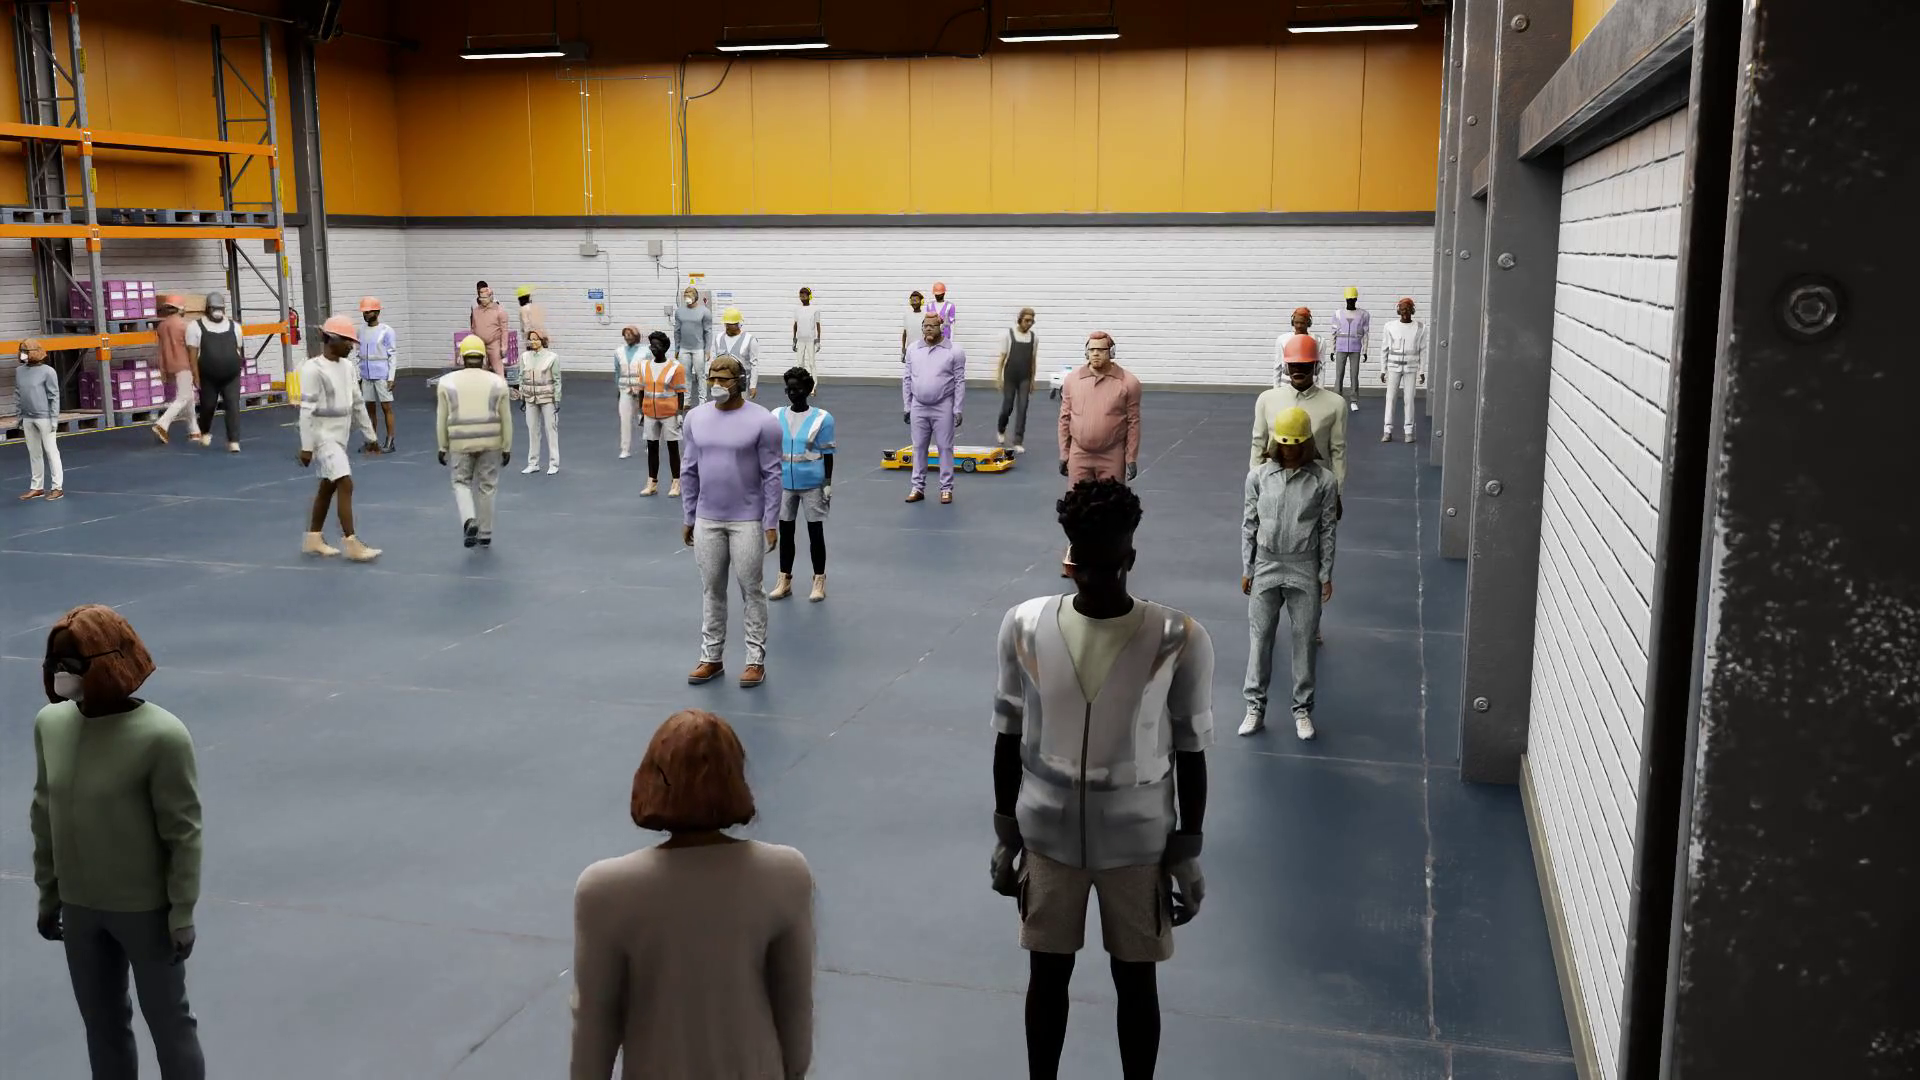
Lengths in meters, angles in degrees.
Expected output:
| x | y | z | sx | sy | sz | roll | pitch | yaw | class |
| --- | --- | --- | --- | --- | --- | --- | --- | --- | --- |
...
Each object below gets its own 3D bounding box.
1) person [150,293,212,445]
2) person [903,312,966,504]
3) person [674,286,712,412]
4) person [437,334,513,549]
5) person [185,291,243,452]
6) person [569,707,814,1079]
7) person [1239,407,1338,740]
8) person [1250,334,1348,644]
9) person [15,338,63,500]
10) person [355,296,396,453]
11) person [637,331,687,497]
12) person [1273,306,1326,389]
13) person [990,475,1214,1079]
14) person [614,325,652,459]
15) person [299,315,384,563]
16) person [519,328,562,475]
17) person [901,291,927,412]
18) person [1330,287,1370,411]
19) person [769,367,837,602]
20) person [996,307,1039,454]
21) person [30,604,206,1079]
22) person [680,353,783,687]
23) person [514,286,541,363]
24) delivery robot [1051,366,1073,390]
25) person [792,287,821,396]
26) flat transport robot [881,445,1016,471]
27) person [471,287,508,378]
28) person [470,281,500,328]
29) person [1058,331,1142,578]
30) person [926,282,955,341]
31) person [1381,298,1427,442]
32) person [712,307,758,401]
| x | y | z | sx | sy | sz | roll | pitch | yaw | class |
| --- | --- | --- | --- | --- | --- | --- | --- | --- | --- |
| -10.185 | -2.226 | 21.601 | 0.614 | 1.961 | 0.929 | 6 | 12 | 29 | person |
| -0.274 | -1.312 | 16.557 | 0.639 | 1.910 | 0.407 | 3 | 10 | 15 | person |
| -4.106 | -2.919 | 25.567 | 0.627 | 1.940 | 0.372 | 3 | 10 | 15 | person |
| -4.058 | -0.806 | 13.938 | 0.616 | 1.819 | 0.470 | -3 | 10 | -17 | person |
| -9.323 | -2.138 | 20.857 | 0.678 | 2.000 | 0.863 | -7 | 12 | -34 | person |
| -0.543 | 1.149 | 3.422 | 0.524 | 1.616 | 0.393 | -4 | 11 | -24 | person |
| 1.696 | 0.175 | 8.625 | 0.484 | 1.736 | 0.308 | 3 | 10 | 15 | person |
| 2.165 | -0.321 | 10.693 | 0.610 | 1.996 | 0.379 | 3 | 10 | 15 | person |
| -9.319 | -1.218 | 16.801 | 0.498 | 1.634 | 0.280 | 3 | 10 | 15 | person |
| -7.234 | -2.035 | 20.563 | 0.543 | 1.939 | 0.360 | 3 | 10 | 15 | person |
| -3.047 | -1.279 | 16.966 | 0.533 | 1.697 | 0.319 | 3 | 10 | 15 | person |
| 3.780 | -1.658 | 18.573 | 0.573 | 1.887 | 0.355 | 3 | 10 | 15 | person |
| 0.364 | 0.798 | 4.463 | 0.604 | 1.959 | 0.377 | 3 | 10 | 15 | person |
| -3.951 | -1.825 | 20.310 | 0.520 | 1.605 | 0.838 | 2 | 10 | 11 | person |
| -5.013 | -0.814 | 13.510 | 0.928 | 1.983 | 0.620 | 2 | 10 | 10 | person |
| -4.708 | -1.552 | 18.671 | 0.514 | 1.641 | 0.309 | 3 | 10 | 15 | person |
| -0.664 | -2.892 | 25.606 | 0.517 | 1.873 | 0.328 | 3 | 10 | 15 | person |
| 6.062 | -2.973 | 25.904 | 0.585 | 1.928 | 0.369 | 3 | 10 | 15 | person |
| -1.153 | -0.399 | 11.980 | 0.533 | 1.697 | 0.319 | 3 | 10 | 15 | person |
| 0.678 | -1.994 | 20.713 | 0.584 | 1.809 | 0.682 | -3 | 11 | -17 | person |
| -2.230 | 0.971 | 4.403 | 0.498 | 1.634 | 0.280 | 3 | 10 | 15 | person |
| -1.332 | -0.112 | 9.673 | 0.627 | 1.940 | 0.372 | 3 | 10 | 15 | person |
| -7.516 | -3.456 | 28.809 | 1.015 | 1.858 | 0.628 | 2 | 10 | 11 | person |
| 1.818 | -2.668 | 27.796 | 0.477 | 0.478 | 0.707 | -5 | 11 | -27 | delivery robot |
| -2.630 | -3.390 | 28.460 | 0.517 | 1.861 | 0.328 | 3 | 10 | 15 | person |
| -0.128 | -0.952 | 19.148 | 1.431 | 0.197 | 0.652 | 3 | 10 | 15 | flat transport robot |
| -7.525 | -3.072 | 26.545 | 0.639 | 1.902 | 0.407 | 3 | 10 | 15 | person |
| -8.841 | -3.863 | 30.986 | 0.587 | 1.914 | 0.392 | 3 | 10 | 15 | person |
| 1.060 | -0.647 | 12.792 | 0.639 | 1.910 | 0.407 | 3 | 10 | 15 | person |
| -0.358 | -3.562 | 29.240 | 0.543 | 1.928 | 0.372 | 3 | 10 | 15 | person |
| 5.786 | -2.212 | 21.725 | 0.573 | 1.883 | 0.355 | 3 | 10 | 15 | person |
| -2.726 | -1.888 | 20.059 | 0.589 | 1.822 | 0.403 | 3 | 10 | 15 | person |
